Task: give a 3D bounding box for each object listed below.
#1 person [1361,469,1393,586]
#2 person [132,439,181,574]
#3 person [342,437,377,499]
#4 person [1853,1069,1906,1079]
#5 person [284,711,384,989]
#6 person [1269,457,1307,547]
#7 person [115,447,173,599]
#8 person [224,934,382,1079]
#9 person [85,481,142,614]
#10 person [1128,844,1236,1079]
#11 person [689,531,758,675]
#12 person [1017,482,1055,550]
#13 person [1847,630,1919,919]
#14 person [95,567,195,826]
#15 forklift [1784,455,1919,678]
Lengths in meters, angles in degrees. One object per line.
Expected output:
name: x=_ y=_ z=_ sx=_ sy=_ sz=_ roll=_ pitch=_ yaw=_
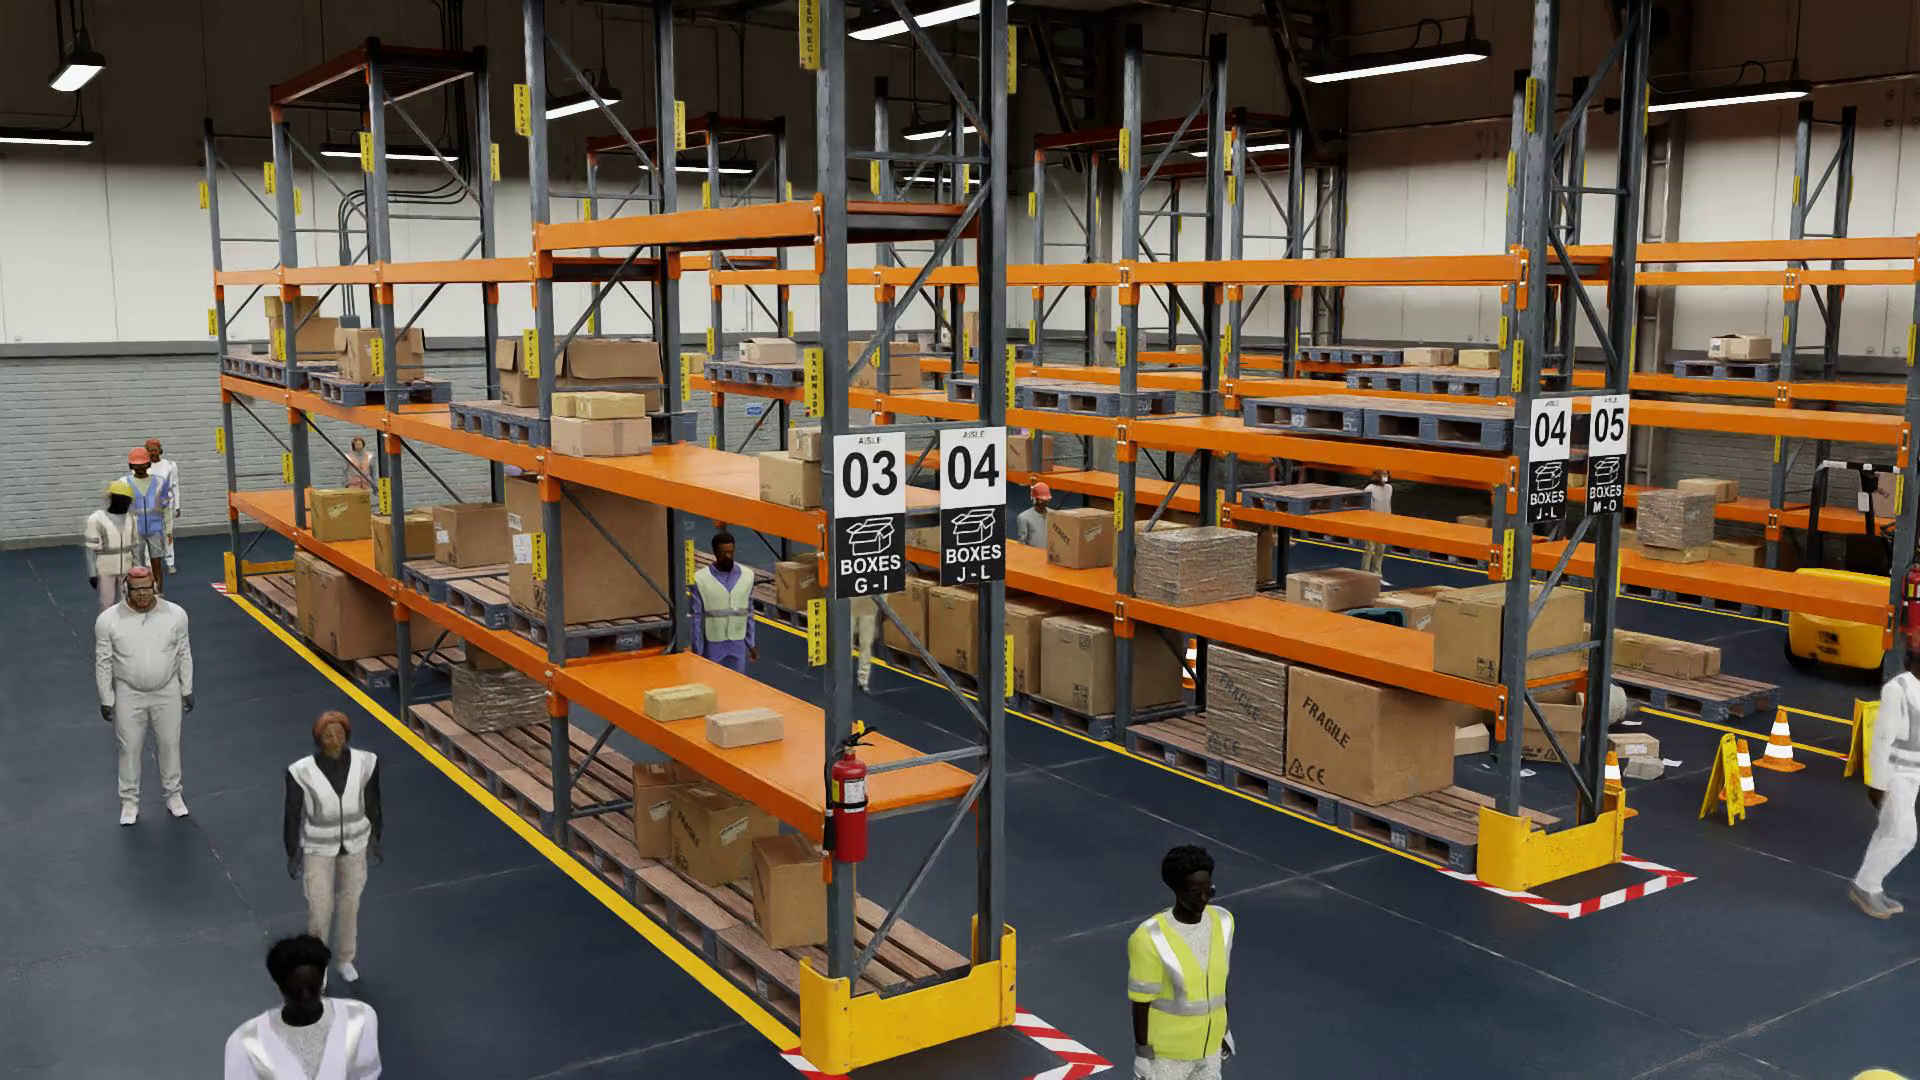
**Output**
person: x=5.519 y=-0.187 z=21.959 sx=0.507 sy=1.631 sz=0.266 roll=-6 pitch=10 yaw=-33
person: x=-11.063 y=-0.457 z=22.923 sx=0.584 sy=1.882 sz=0.337 roll=-6 pitch=10 yaw=-33
person: x=-9.510 y=-0.830 z=26.326 sx=0.522 sy=1.606 sz=0.426 roll=-6 pitch=10 yaw=-35
person: x=2.586 y=2.331 z=4.858 sx=0.531 sy=1.738 sz=0.527 roll=-3 pitch=9 yaw=-21
person: x=-3.501 y=1.726 z=9.308 sx=0.522 sy=1.606 sz=0.426 roll=-6 pitch=10 yaw=-35
person: x=4.986 y=-0.857 z=25.228 sx=0.602 sy=2.014 sz=0.624 roll=-4 pitch=9 yaw=-24
person: x=-9.860 y=-0.114 z=20.117 sx=0.615 sy=2.040 sz=0.391 roll=-6 pitch=10 yaw=-33
person: x=-2.360 y=2.193 z=6.001 sx=0.539 sy=1.664 sz=0.428 roll=-6 pitch=10 yaw=-35
person: x=-9.051 y=0.321 z=17.771 sx=0.439 sy=1.889 sz=0.633 roll=5 pitch=10 yaw=28
person: x=0.912 y=2.058 z=6.801 sx=0.540 sy=1.695 sz=0.317 roll=-6 pitch=10 yaw=-33
person: x=-1.992 y=0.869 z=13.984 sx=0.597 sy=1.916 sz=0.371 roll=-6 pitch=10 yaw=-33
person: x=0.912 y=0.213 z=18.894 sx=0.573 sy=1.748 sz=0.342 roll=-6 pitch=10 yaw=-33
person: x=5.864 y=1.451 z=10.364 sx=0.584 sy=1.851 sz=0.489 roll=-6 pitch=10 yaw=-35
person: x=-5.985 y=1.136 z=12.253 sx=0.652 sy=1.904 sz=0.403 roll=-6 pitch=10 yaw=-33
forklift: x=9.643 y=0.253 z=17.172 sx=2.313 sy=2.155 sz=1.214 roll=-6 pitch=10 yaw=-33
